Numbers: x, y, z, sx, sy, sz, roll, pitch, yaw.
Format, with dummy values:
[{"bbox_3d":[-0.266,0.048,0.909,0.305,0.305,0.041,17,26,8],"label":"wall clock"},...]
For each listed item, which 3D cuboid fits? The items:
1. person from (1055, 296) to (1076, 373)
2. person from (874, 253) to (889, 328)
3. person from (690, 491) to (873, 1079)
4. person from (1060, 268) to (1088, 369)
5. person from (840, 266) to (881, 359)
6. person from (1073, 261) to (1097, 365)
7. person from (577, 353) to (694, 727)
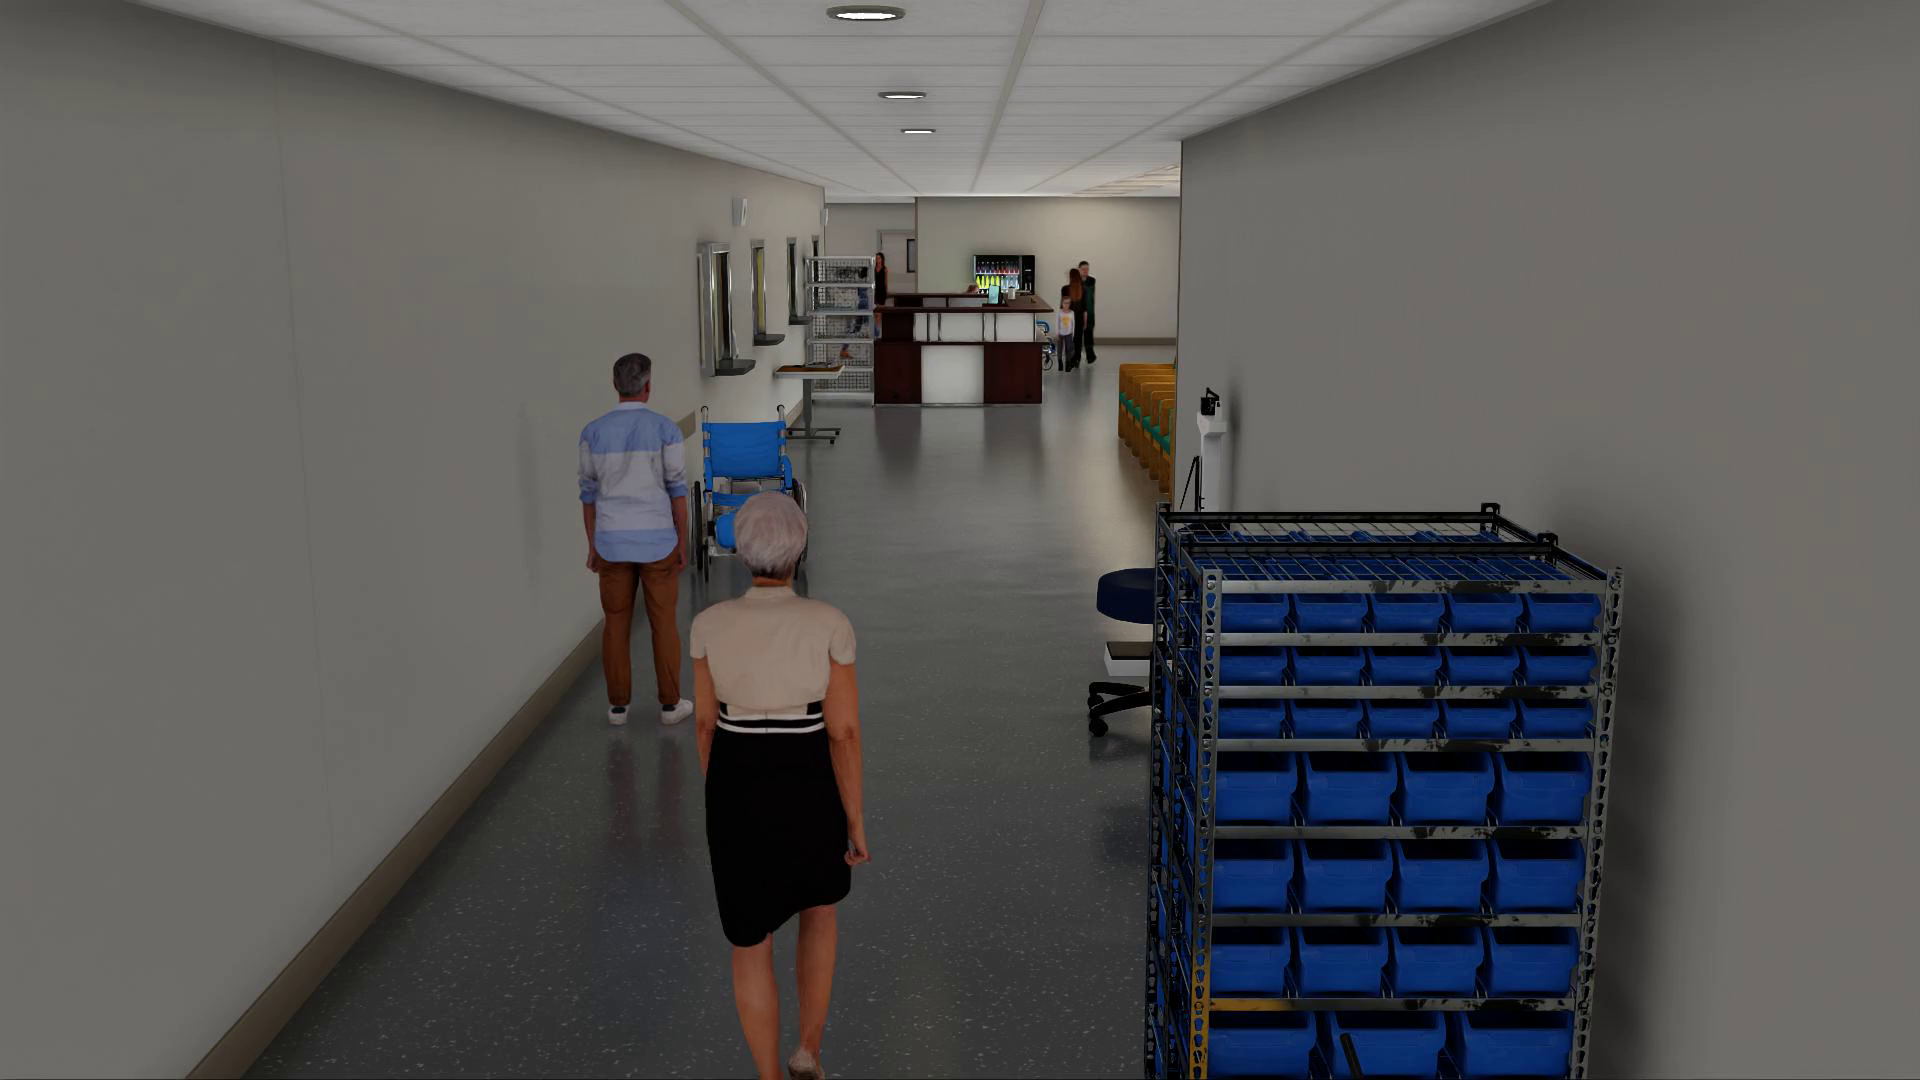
[{"bbox_3d":[1.732,-3.424,27.729,0.828,1.255,0.539,0,11,0],"label":"person"},{"bbox_3d":[-1.730,-5.346,36.370,1.069,1.810,0.870,4,11,19],"label":"person"},{"bbox_3d":[-0.495,0.763,4.365,0.606,1.739,0.682,0,11,0],"label":"person"},{"bbox_3d":[1.906,-3.736,28.203,0.963,1.691,0.722,0,11,1],"label":"person"},{"bbox_3d":[-1.795,-4.022,29.813,1.264,1.653,0.759,1,11,7],"label":"person"},{"bbox_3d":[2.149,-3.966,29.174,1.071,1.781,0.844,-2,11,-10],"label":"person"},{"bbox_3d":[-1.587,-0.002,8.164,0.472,1.825,0.736,0,11,0],"label":"person"}]
